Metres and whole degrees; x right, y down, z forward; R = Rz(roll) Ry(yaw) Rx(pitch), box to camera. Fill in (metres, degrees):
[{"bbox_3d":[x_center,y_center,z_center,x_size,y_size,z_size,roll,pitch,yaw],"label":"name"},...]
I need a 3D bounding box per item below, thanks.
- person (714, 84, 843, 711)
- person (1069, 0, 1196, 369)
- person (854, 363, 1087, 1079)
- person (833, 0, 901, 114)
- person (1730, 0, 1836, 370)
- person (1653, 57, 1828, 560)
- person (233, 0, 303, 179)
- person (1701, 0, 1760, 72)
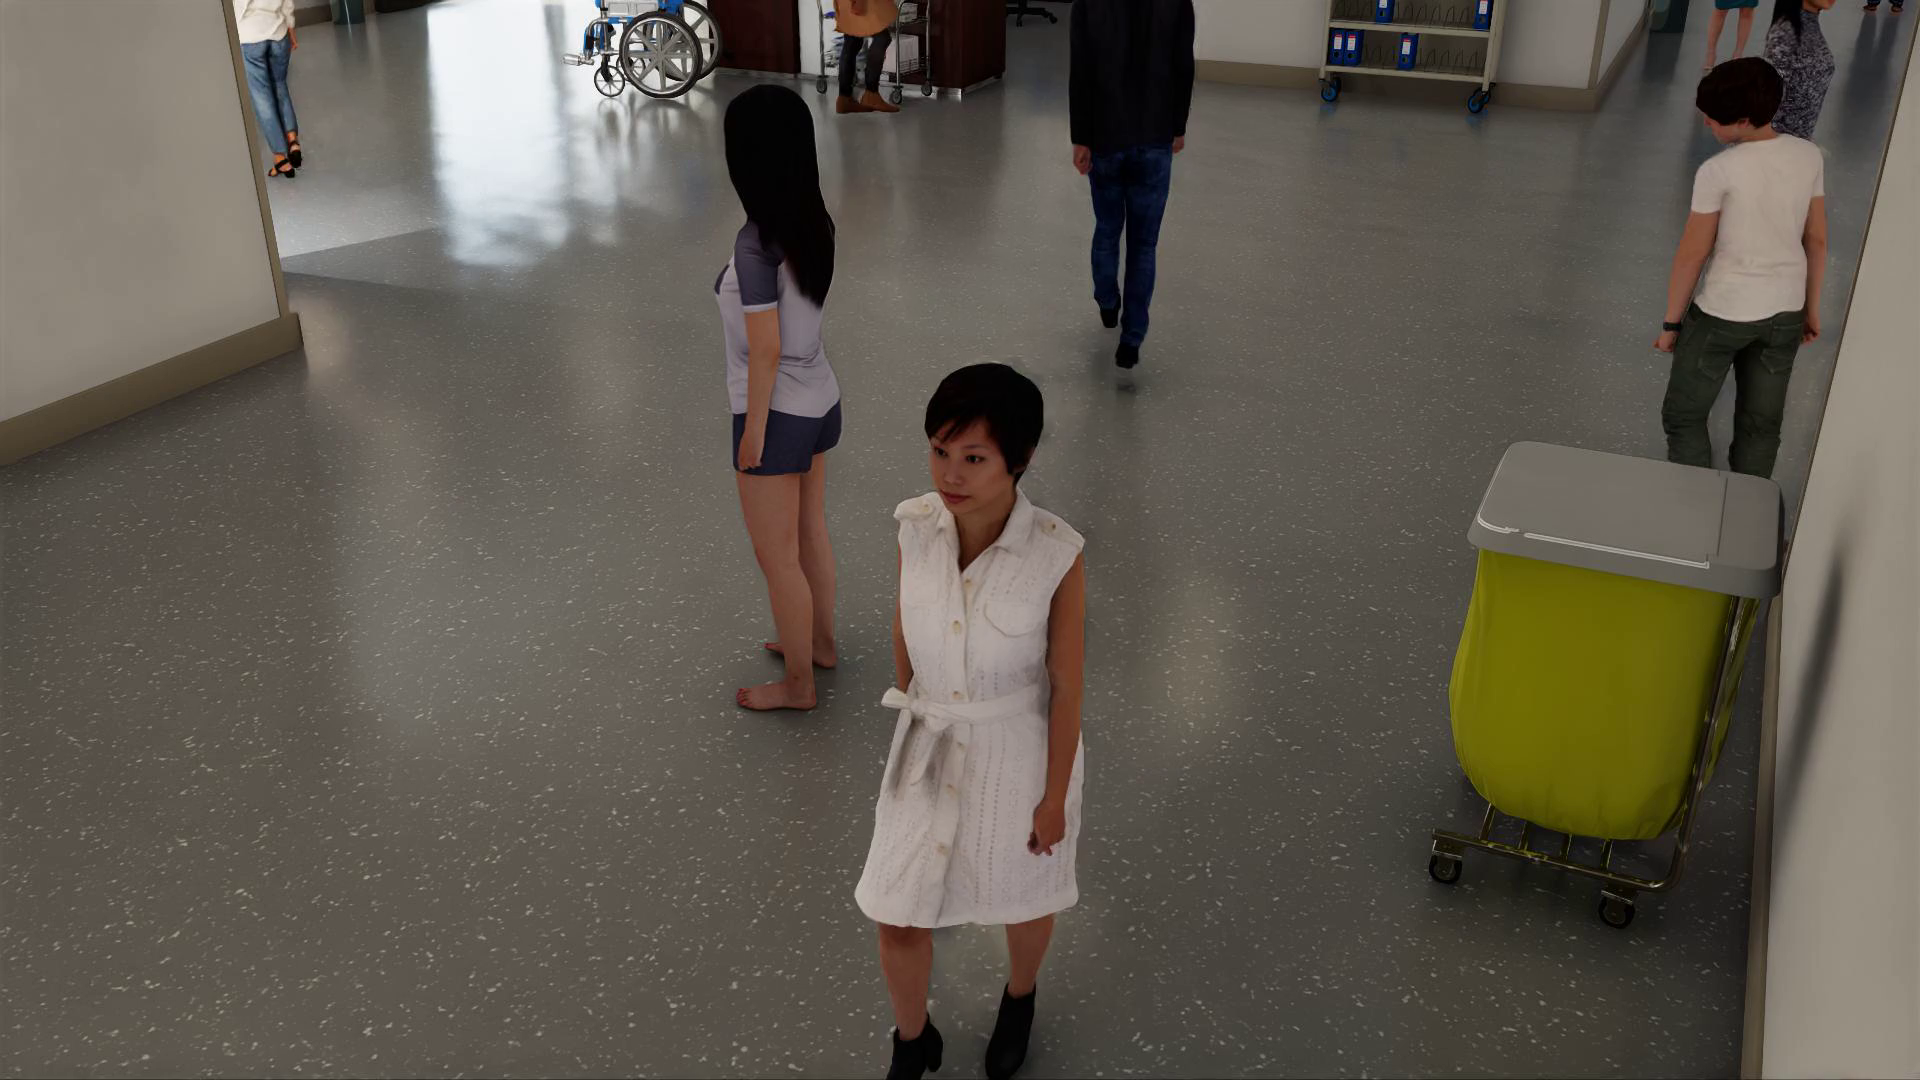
[{"bbox_3d":[-0.476,-0.352,4.456,0.579,1.706,0.632,7,27,14],"label":"person"},{"bbox_3d":[0.709,-1.610,6.906,1.253,1.844,1.017,2,26,4],"label":"person"},{"bbox_3d":[0.078,0.374,3.142,0.595,1.539,0.624,10,27,19],"label":"person"},{"bbox_3d":[-0.804,-3.848,11.656,0.869,1.707,0.820,-4,26,-9],"label":"person"},{"bbox_3d":[3.427,-1.619,7.053,0.608,1.733,0.660,20,32,35],"label":"person"},{"bbox_3d":[2.514,-0.671,5.208,0.663,1.628,0.850,5,26,10],"label":"person"},{"bbox_3d":[-4.168,-2.999,9.982,0.688,1.674,0.705,21,33,37],"label":"person"},{"bbox_3d":[6.266,-4.608,13.309,0.468,1.683,0.627,8,27,16],"label":"person"}]
